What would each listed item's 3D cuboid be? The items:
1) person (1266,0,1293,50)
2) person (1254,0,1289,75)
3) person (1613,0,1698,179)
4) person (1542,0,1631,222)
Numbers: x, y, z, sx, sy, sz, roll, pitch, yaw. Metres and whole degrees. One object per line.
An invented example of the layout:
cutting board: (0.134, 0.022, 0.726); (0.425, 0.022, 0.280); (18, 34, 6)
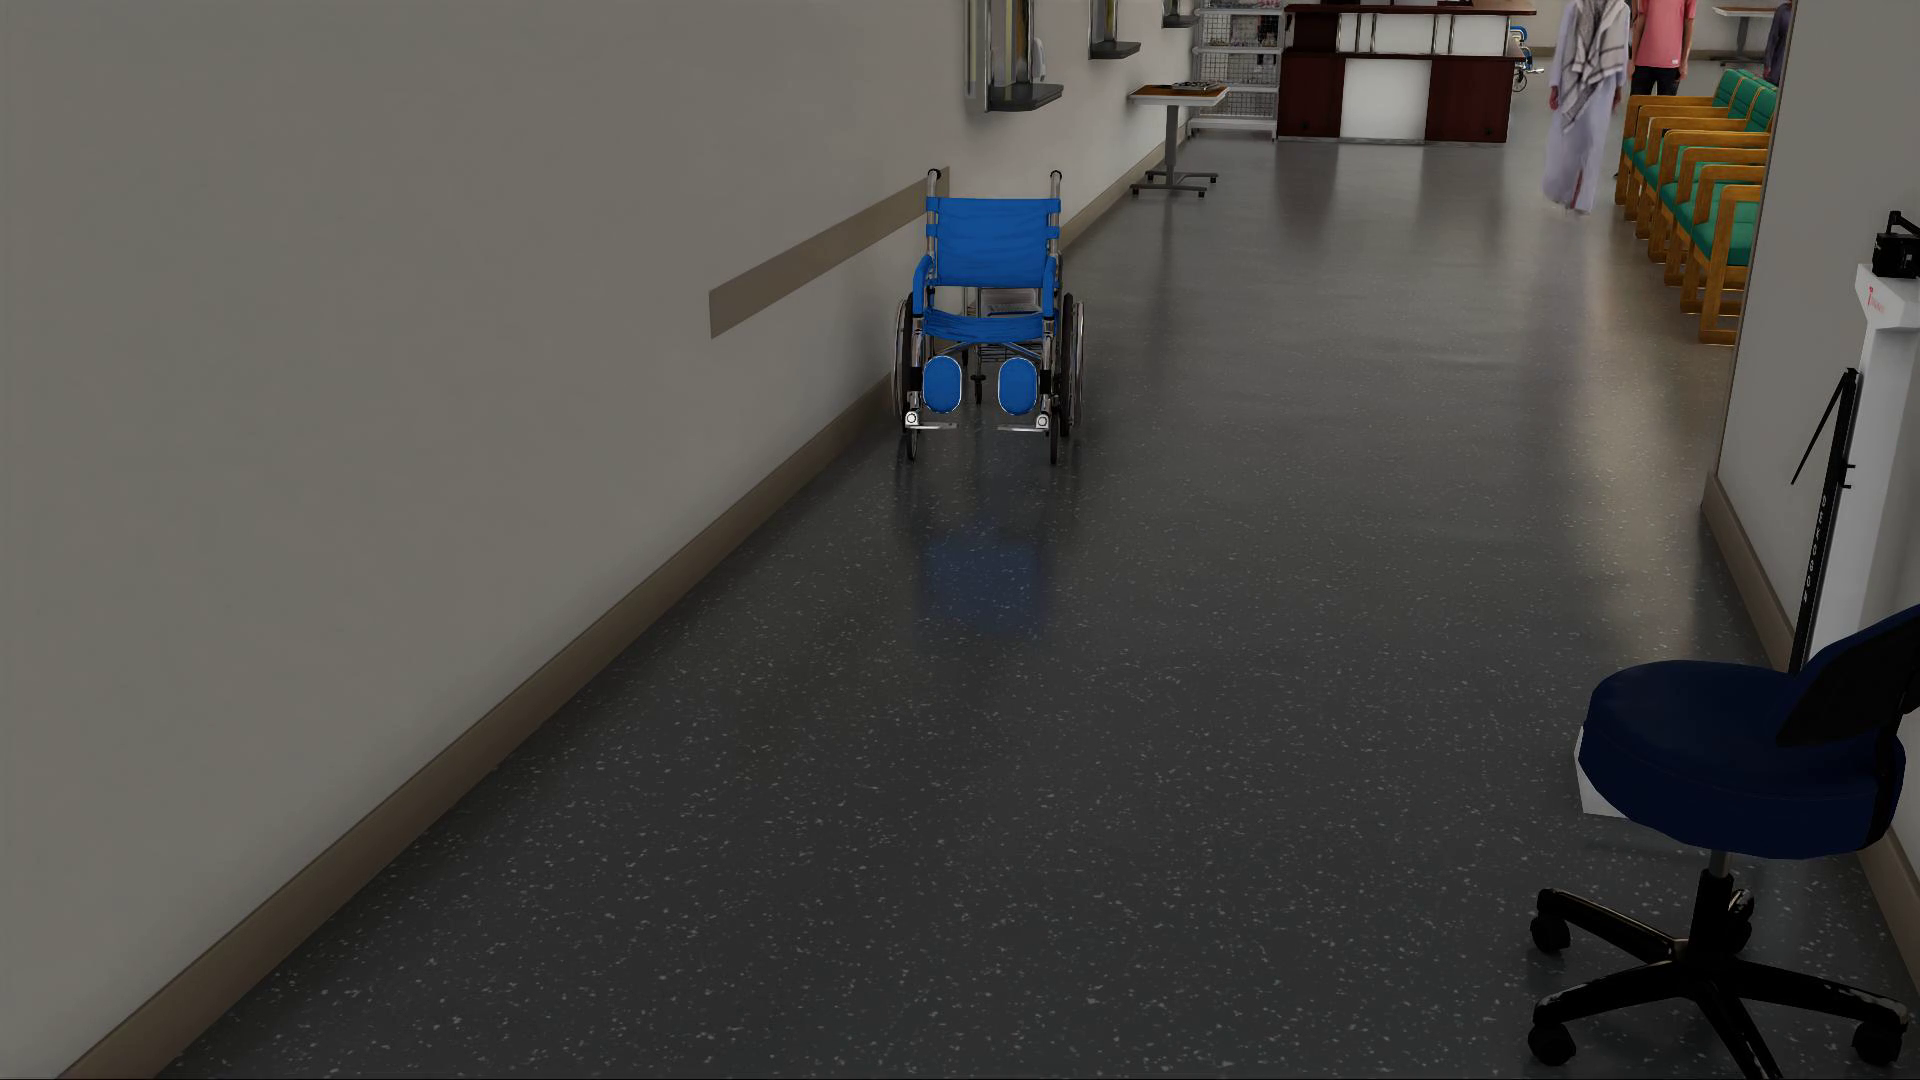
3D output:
person: (5.109, -8.968, 27.273); (0.836, 1.911, 0.821); (15, 25, 34)
person: (4.498, -7.558, 23.945); (0.448, 1.633, 0.629); (5, 21, 14)
person: (6.057, -4.119, 14.406); (0.571, 1.958, 0.754); (12, 24, 28)
person: (4.684, -3.326, 12.409); (1.115, 1.890, 0.796); (5, 21, 12)
